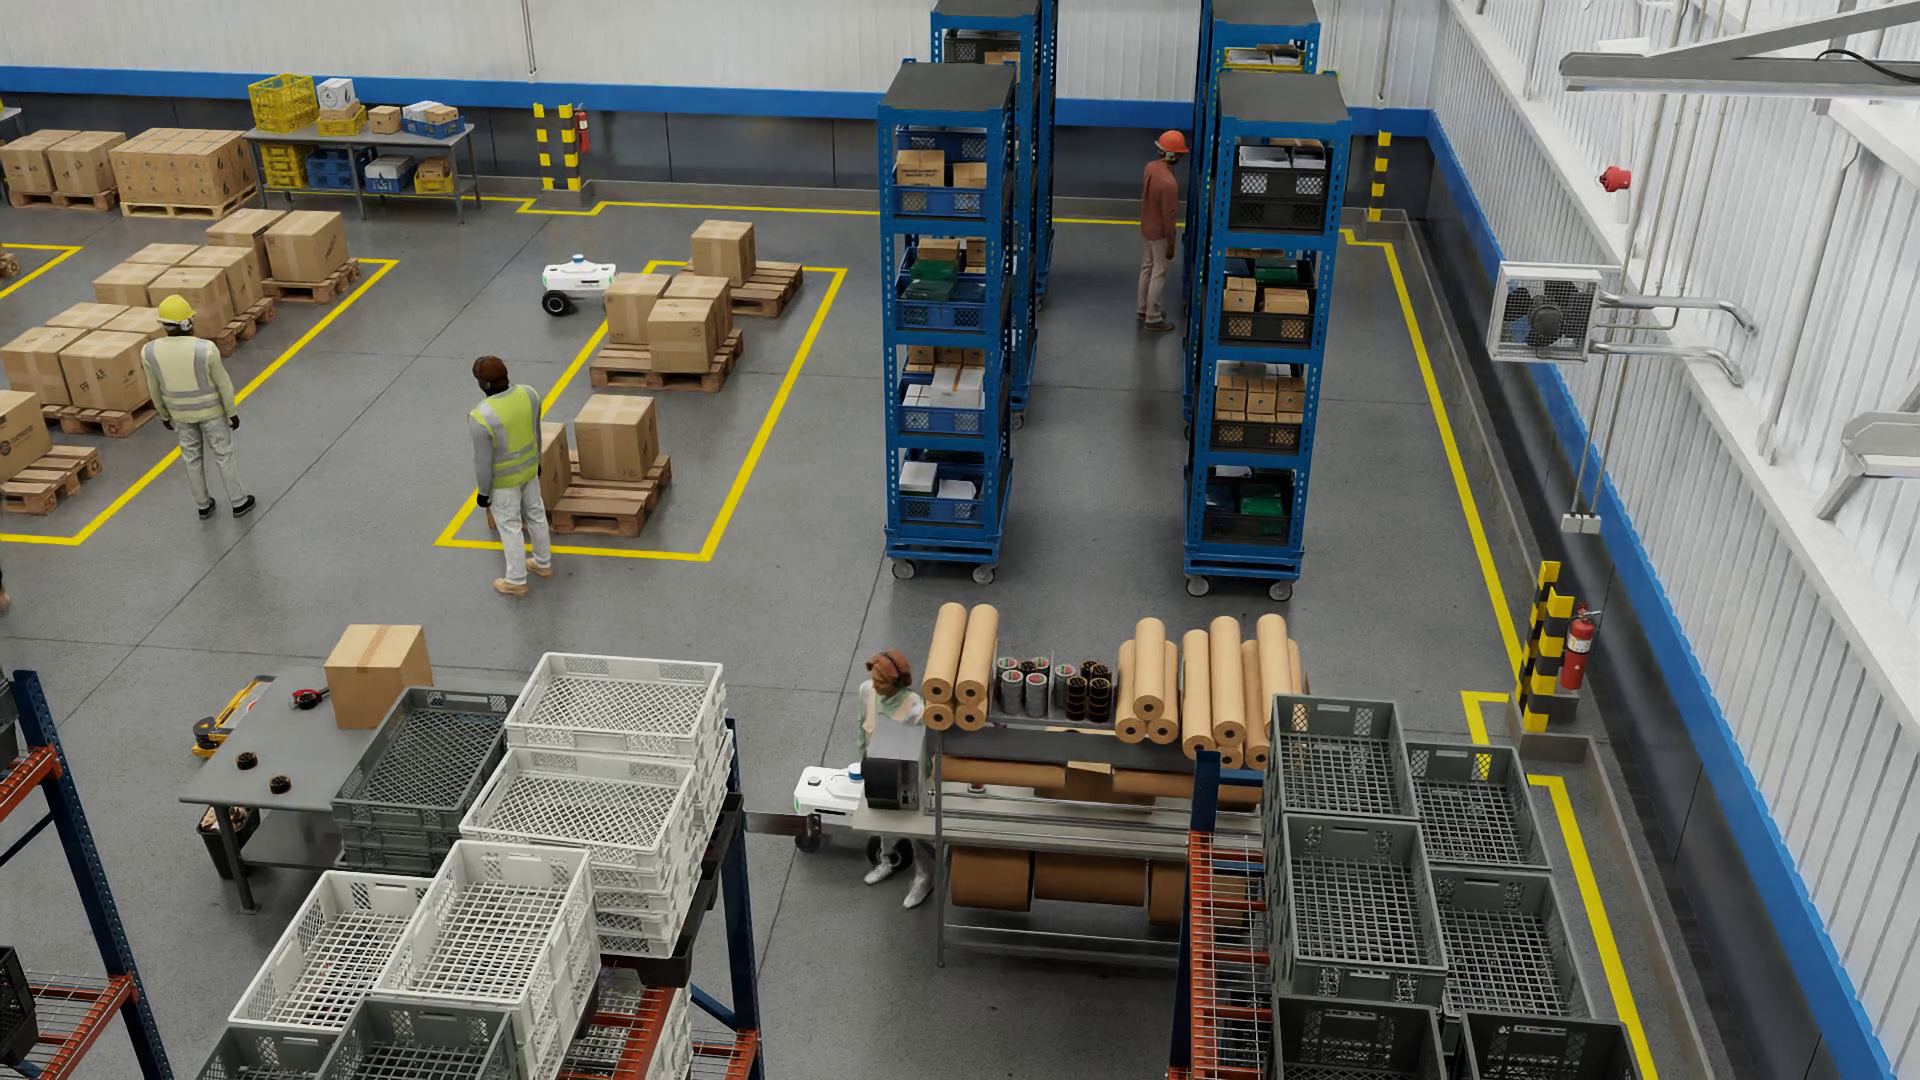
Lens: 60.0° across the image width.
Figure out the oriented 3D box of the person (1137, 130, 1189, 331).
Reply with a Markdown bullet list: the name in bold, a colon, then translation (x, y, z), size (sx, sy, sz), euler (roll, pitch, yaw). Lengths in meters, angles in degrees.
- **person**: translation (1.952, -2.984, 16.093), size (0.411, 1.980, 0.623), euler (-9, 31, -15)

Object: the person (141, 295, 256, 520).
- **person**: translation (-5.885, -1.015, 12.850), size (0.599, 1.828, 0.404), euler (-2, 30, -4)

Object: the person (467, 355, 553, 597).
- **person**: translation (-3.233, -0.467, 11.904), size (0.429, 1.838, 0.622), euler (17, 34, 26)

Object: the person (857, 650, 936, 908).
- **person**: translation (-0.343, 1.286, 9.097), size (0.523, 1.631, 0.322), euler (23, 38, 34)

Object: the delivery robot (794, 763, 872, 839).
- **delivery robot**: translation (-0.596, 1.516, 9.672), size (0.707, 0.478, 0.477), euler (5, 31, 9)

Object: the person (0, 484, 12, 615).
- **person**: translation (-7.057, -0.283, 11.747), size (0.549, 1.679, 0.643), euler (-16, 34, -25)

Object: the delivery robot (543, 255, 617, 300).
- **delivery robot**: translation (-3.833, -2.641, 16.812), size (0.707, 0.478, 0.477), euler (-1, 30, -2)
